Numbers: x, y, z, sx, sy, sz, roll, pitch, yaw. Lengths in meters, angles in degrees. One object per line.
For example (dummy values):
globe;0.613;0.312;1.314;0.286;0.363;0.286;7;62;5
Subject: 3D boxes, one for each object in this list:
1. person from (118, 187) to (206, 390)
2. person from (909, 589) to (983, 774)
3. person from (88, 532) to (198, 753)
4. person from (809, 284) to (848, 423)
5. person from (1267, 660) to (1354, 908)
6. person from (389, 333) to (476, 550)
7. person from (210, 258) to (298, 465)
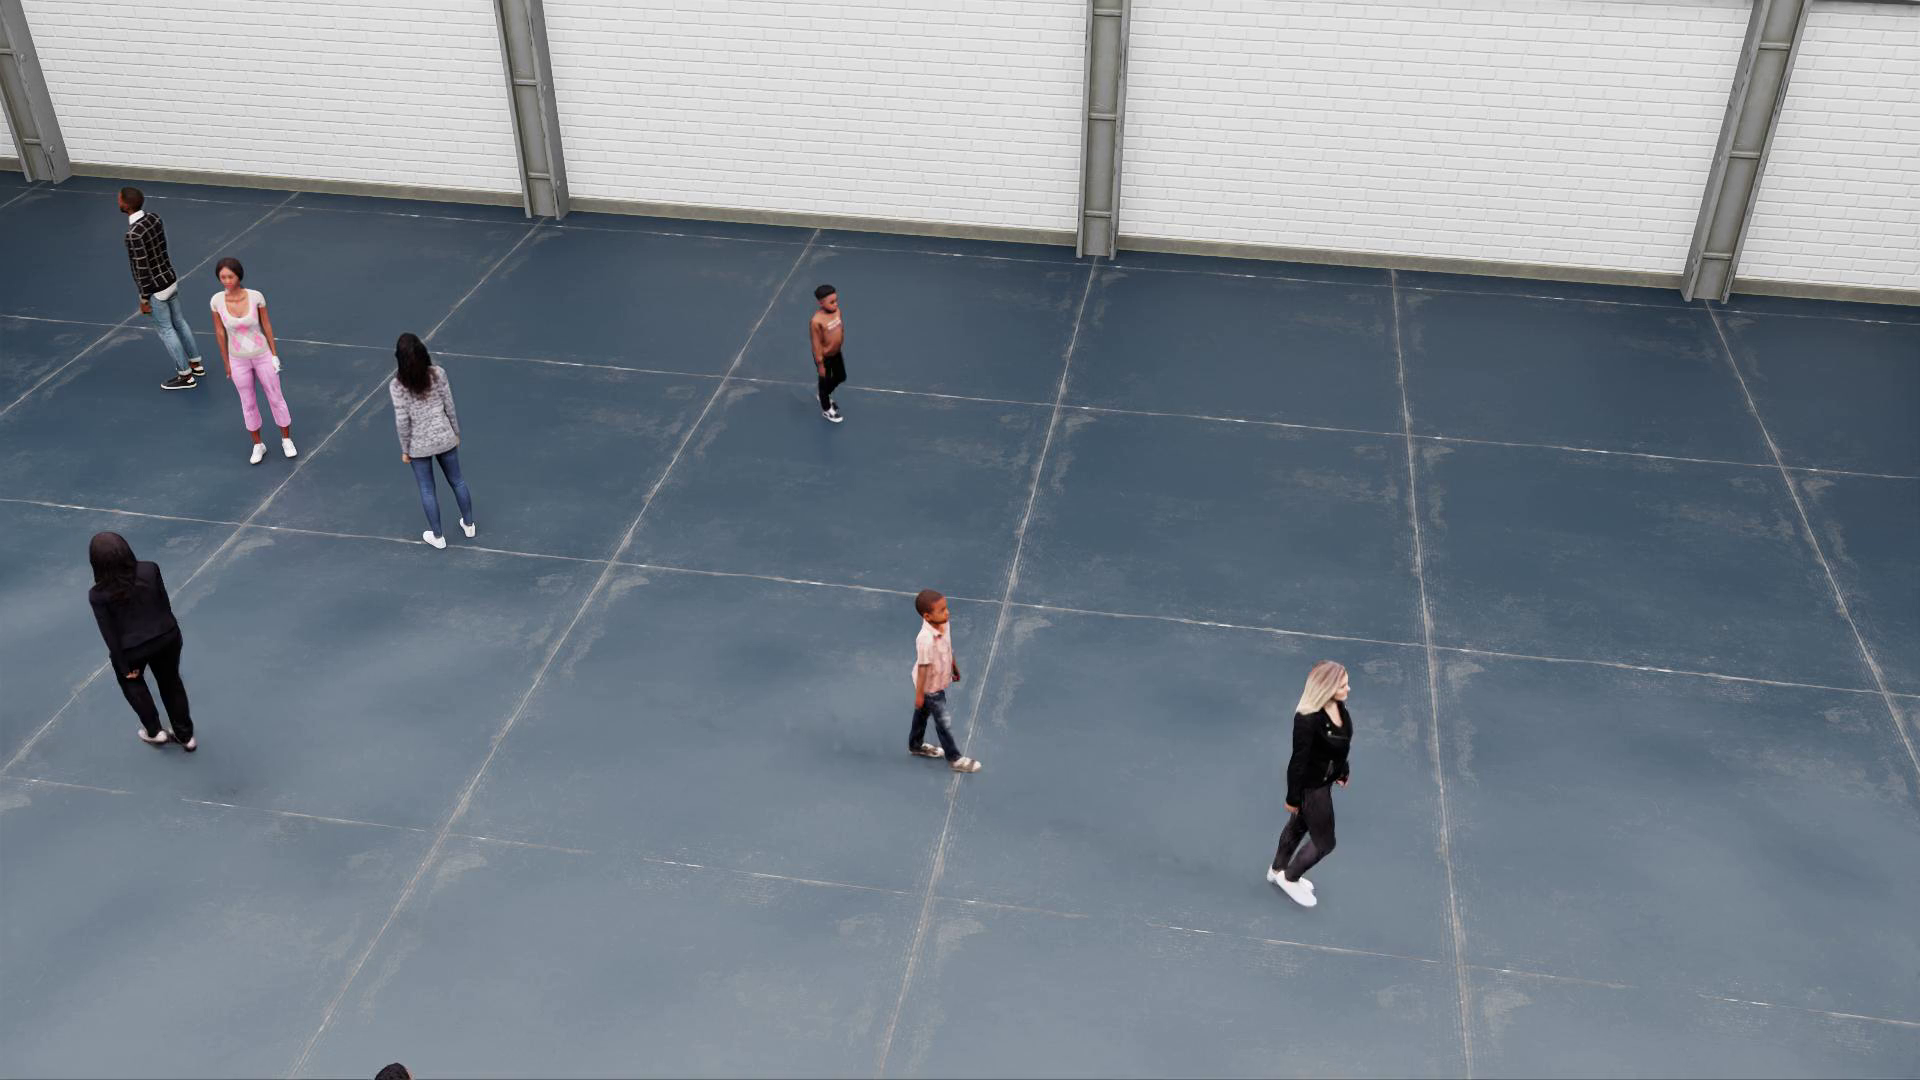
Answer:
person;-6.943;-2.191;14.420;0.573;1.820;0.696;2;34;3
person;-0.236;0.850;10.321;0.762;1.292;0.578;10;35;14
person;-5.007;0.670;10.311;0.789;1.602;0.764;24;41;32
person;-1.168;-1.598;14.046;0.677;1.246;0.630;25;41;32
person;1.866;1.323;9.266;0.693;1.672;0.691;15;36;21
person;-3.928;-0.739;12.315;0.682;1.732;0.734;-23;40;-30
person;-5.698;-1.450;13.375;0.604;1.741;0.709;-11;35;-16
